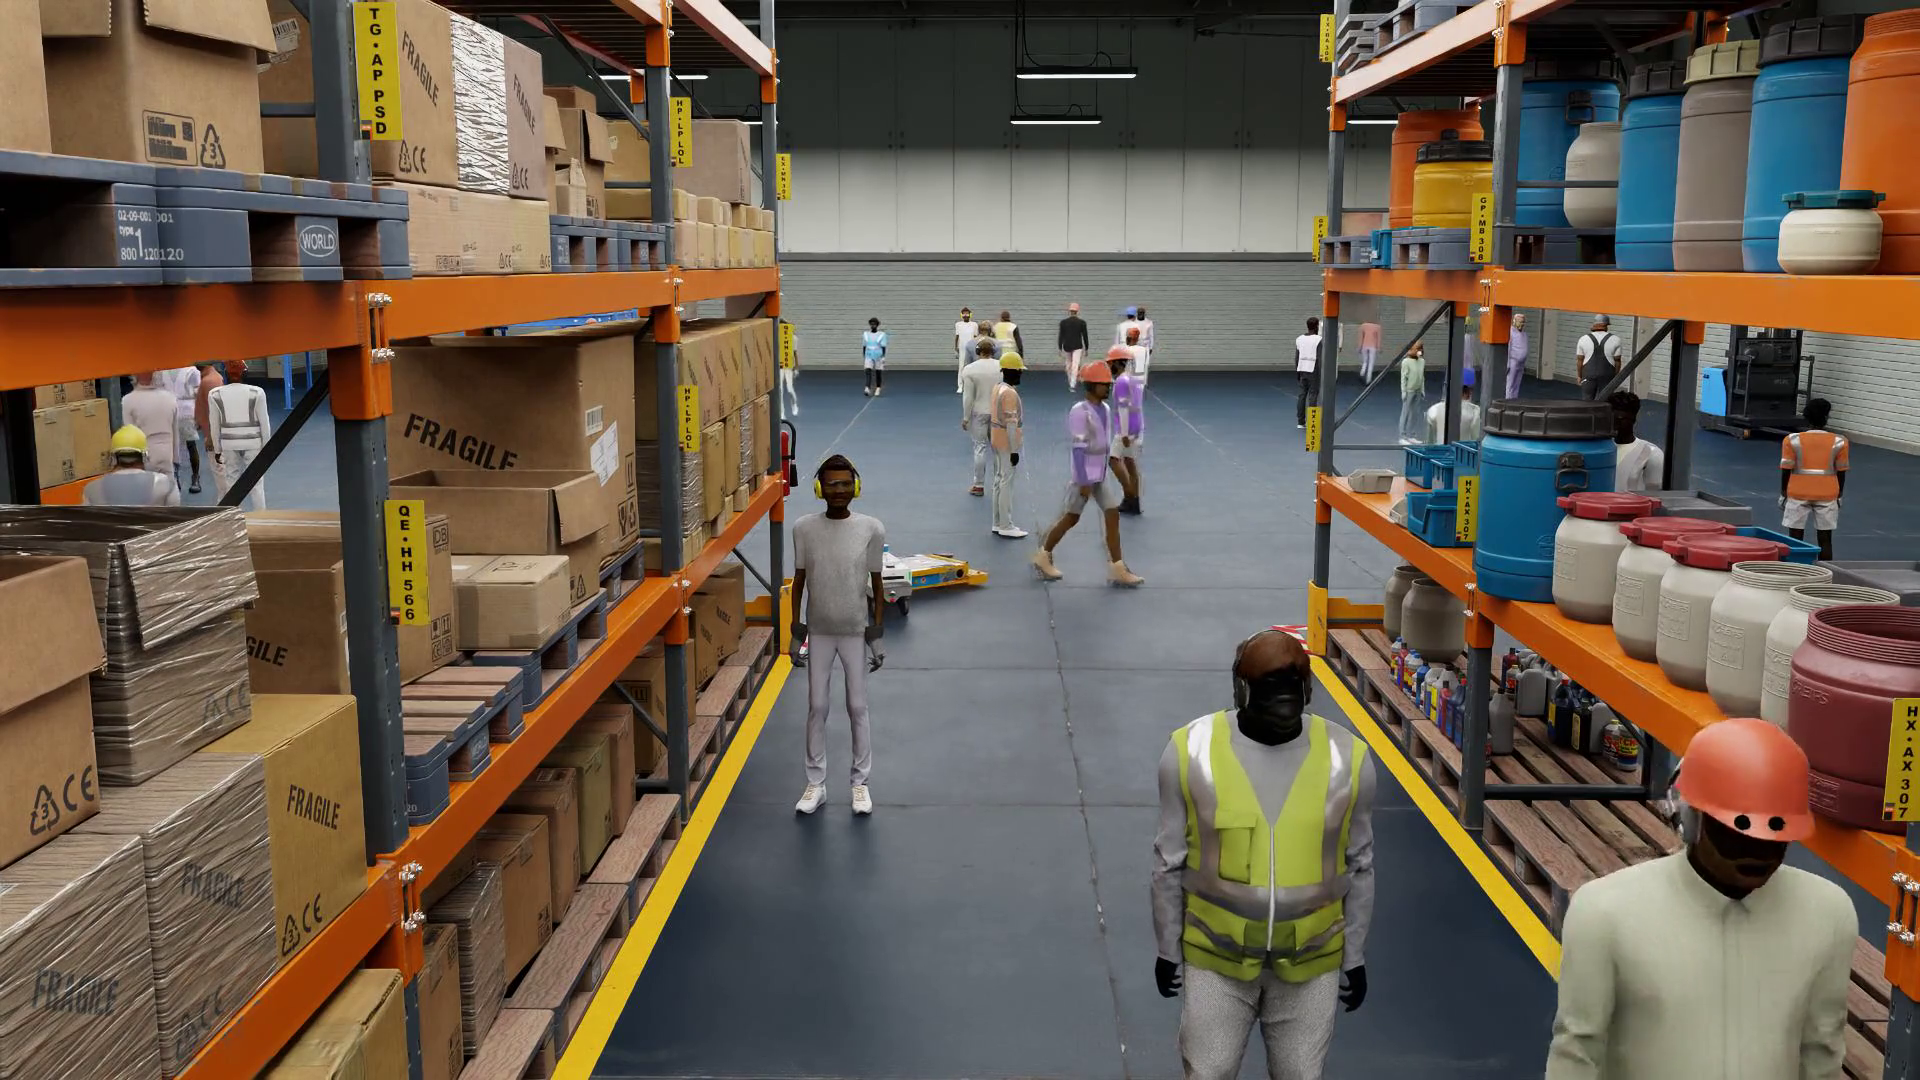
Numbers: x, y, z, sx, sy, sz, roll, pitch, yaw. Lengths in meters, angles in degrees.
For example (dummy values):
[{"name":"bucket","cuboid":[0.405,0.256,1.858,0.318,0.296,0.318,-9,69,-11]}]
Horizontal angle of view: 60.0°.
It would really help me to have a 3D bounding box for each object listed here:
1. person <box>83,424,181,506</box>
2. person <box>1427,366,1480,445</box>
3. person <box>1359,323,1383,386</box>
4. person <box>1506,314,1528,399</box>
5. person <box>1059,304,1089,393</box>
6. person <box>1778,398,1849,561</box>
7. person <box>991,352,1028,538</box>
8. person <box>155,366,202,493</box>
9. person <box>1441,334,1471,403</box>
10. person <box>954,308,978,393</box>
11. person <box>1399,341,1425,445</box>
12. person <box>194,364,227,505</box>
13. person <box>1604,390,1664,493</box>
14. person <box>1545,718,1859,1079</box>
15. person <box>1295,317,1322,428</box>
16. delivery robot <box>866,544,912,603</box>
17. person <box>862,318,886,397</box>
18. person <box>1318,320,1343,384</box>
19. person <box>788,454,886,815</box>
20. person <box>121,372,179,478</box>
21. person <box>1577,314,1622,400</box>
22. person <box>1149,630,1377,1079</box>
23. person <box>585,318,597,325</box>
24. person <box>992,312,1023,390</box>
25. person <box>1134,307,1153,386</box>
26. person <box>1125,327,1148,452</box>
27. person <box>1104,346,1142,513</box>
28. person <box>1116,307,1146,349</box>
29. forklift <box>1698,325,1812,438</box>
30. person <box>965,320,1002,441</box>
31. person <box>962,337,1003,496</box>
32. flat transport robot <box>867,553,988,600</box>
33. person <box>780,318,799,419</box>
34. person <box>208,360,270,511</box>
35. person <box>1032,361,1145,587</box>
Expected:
[{"name":"person","cuboid":[-5.358,0.158,10.821,0.602,1.811,0.752,-2,10,-14]},{"name":"person","cuboid":[4.590,-0.634,15.239,0.644,1.901,0.956,9,13,44]},{"name":"person","cuboid":[9.530,-4.453,38.591,0.546,1.746,0.419,8,13,41]},{"name":"person","cuboid":[10.338,-3.249,30.933,0.639,1.902,0.406,-8,12,-39]},{"name":"person","cuboid":[2.530,-4.251,36.818,0.645,1.933,1.037,2,10,14]},{"name":"person","cuboid":[7.308,-0.370,14.276,0.536,1.699,0.322,3,10,19]},{"name":"person","cuboid":[0.511,-1.001,17.377,0.368,1.926,0.594,-2,10,-12]},{"name":"person","cuboid":[-9.701,-1.553,20.655,0.552,1.935,0.360,-1,10,-5]},{"name":"person","cuboid":[8.807,-3.040,29.706,0.896,1.887,0.605,8,12,38]},{"name":"person","cuboid":[0.136,-4.148,36.406,0.531,1.871,0.322,0,9,0]},{"name":"person","cuboid":[7.106,-2.311,26.104,0.507,1.631,0.266,-6,11,-33]},{"name":"person","cuboid":[-8.228,-1.186,18.296,0.392,1.991,0.612,-3,10,-18]},{"name":"person","cuboid":[4.623,-0.073,11.703,0.364,1.965,0.609,-7,12,-37]},{"name":"person","cuboid":[1.516,1.323,3.407,0.644,1.959,0.733,0,9,2]},{"name":"person","cuboid":[6.014,-2.872,28.614,0.399,1.920,0.589,-7,12,-36]},{"name":"delivery robot","cuboid":[-0.642,0.279,13.666,0.477,0.478,0.707,-3,10,-18]},{"name":"person","cuboid":[-1.836,-3.870,35.326,0.544,1.651,0.861,2,10,10]},{"name":"person","cuboid":[8.720,-4.604,39.255,0.592,1.828,0.404,1,10,7]},{"name":"person","cuboid":[-0.638,0.488,8.621,0.513,1.877,0.328,1,9,4]},{"name":"person","cuboid":[-7.942,-0.789,16.209,0.665,1.887,0.678,5,11,27]},{"name":"person","cuboid":[10.432,-2.674,27.191,0.683,2.000,0.536,4,10,24]},{"name":"person","cuboid":[0.849,1.158,4.696,0.631,1.846,0.429,1,10,4]},{"name":"person","cuboid":[-6.224,-2.800,28.220,0.652,1.906,0.402,-3,10,-15]},{"name":"person","cuboid":[1.048,-4.093,36.371,0.647,1.775,1.001,6,11,33]},{"name":"person","cuboid":[4.130,-4.426,38.215,0.630,1.826,0.504,1,9,4]},{"name":"person","cuboid":[2.592,-2.261,25.059,0.355,1.883,0.575,8,12,39]},{"name":"person","cuboid":[1.856,-1.261,19.016,0.524,1.902,0.556,4,10,23]},{"name":"person","cuboid":[3.661,-3.955,35.141,0.633,1.896,0.980,7,12,37]},{"name":"forklift","cuboid":[13.248,-3.165,27.620,1.129,2.768,1.873,0,9,1]},{"name":"person","cuboid":[0.392,-2.556,26.667,0.633,1.936,0.353,4,10,21]},{"name":"person","cuboid":[0.328,-1.521,20.470,0.635,1.939,0.356,-3,10,-18]},{"name":"flat transport robot","cuboid":[-0.517,0.309,14.611,1.431,0.197,0.652,-7,12,-37]},{"name":"person","cuboid":[-3.181,-3.124,30.330,0.538,1.852,0.535,2,10,11]},{"name":"person","cuboid":[-7.460,-0.961,17.276,0.575,1.883,0.355,-3,10,-15]},{"name":"person","cuboid":[1.120,-0.604,14.828,1.071,1.997,0.622,7,12,34]}]
